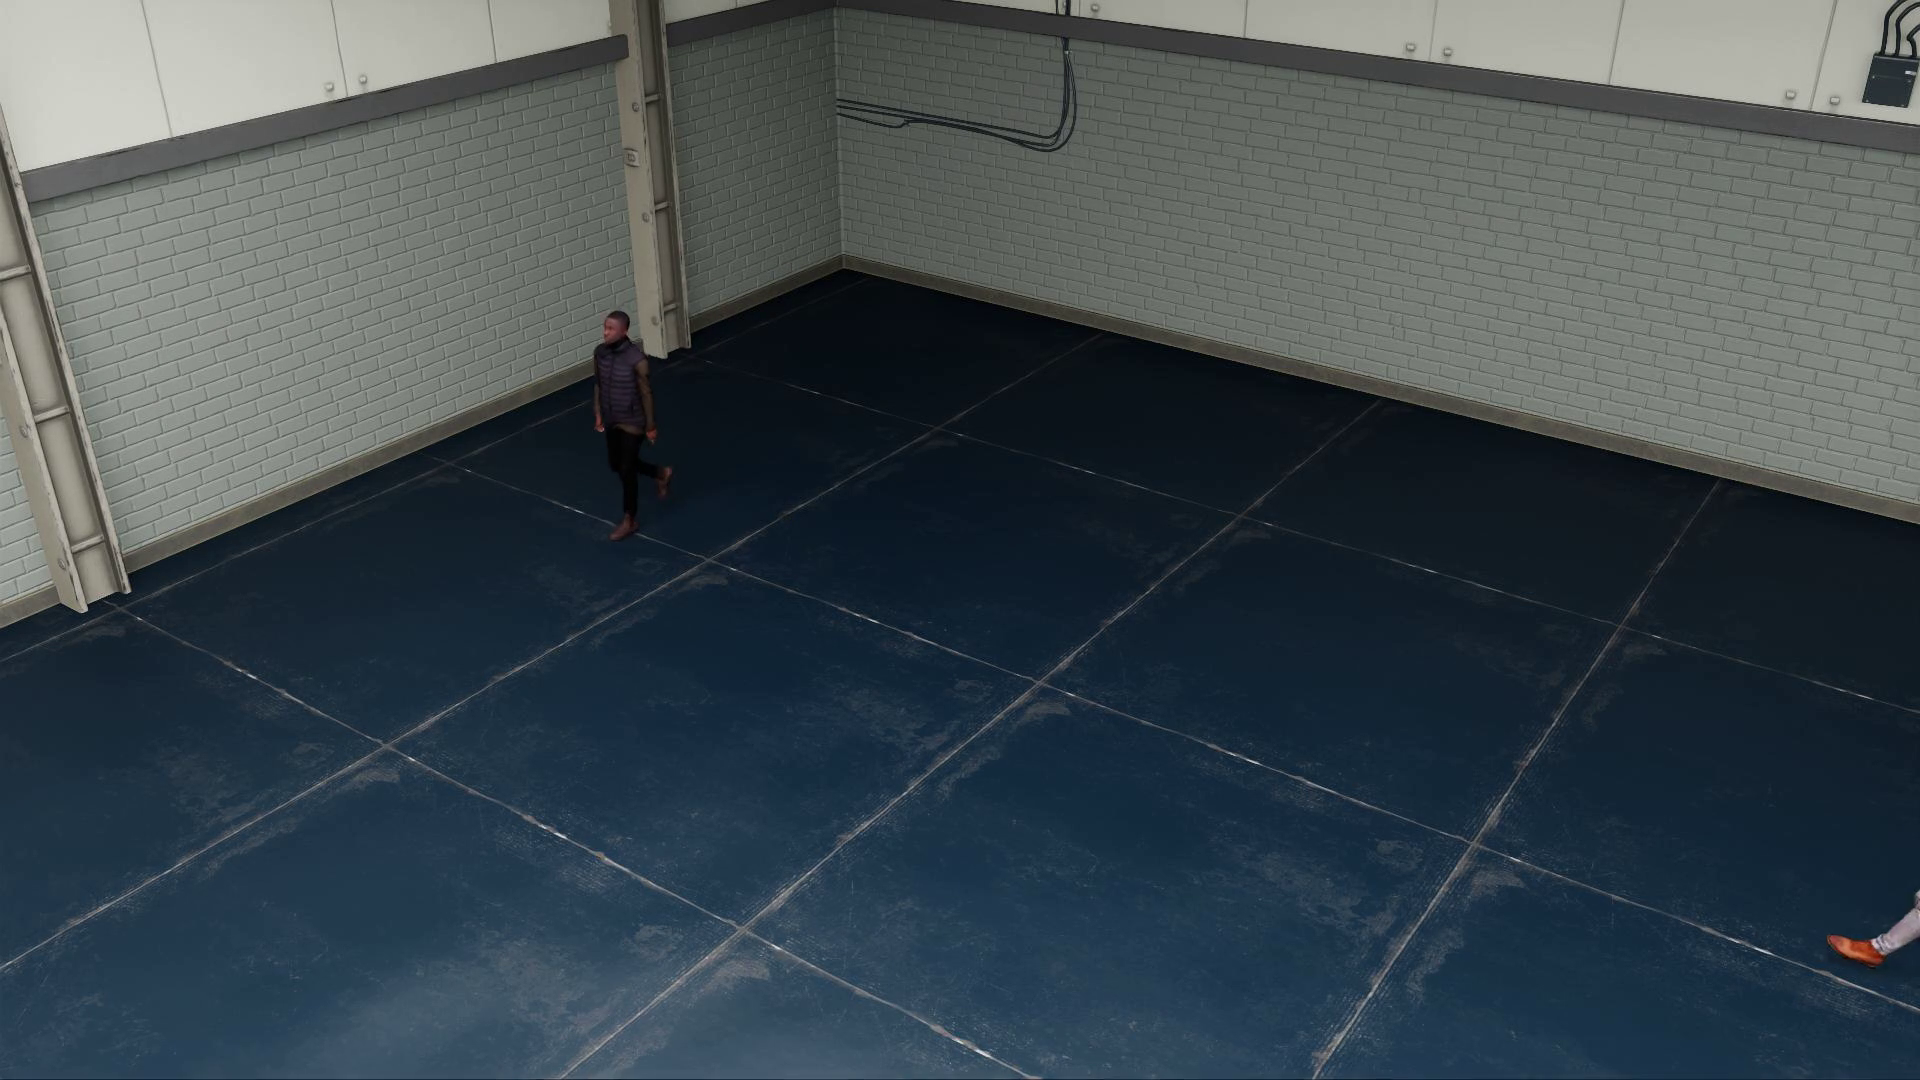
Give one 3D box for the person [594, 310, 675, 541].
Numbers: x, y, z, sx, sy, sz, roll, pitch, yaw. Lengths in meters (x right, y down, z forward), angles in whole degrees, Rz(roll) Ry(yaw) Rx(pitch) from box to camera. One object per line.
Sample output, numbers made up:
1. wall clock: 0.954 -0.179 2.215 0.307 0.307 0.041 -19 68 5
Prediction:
1. person: -2.506 -0.926 12.811 0.713 1.812 1.003 18 33 31
